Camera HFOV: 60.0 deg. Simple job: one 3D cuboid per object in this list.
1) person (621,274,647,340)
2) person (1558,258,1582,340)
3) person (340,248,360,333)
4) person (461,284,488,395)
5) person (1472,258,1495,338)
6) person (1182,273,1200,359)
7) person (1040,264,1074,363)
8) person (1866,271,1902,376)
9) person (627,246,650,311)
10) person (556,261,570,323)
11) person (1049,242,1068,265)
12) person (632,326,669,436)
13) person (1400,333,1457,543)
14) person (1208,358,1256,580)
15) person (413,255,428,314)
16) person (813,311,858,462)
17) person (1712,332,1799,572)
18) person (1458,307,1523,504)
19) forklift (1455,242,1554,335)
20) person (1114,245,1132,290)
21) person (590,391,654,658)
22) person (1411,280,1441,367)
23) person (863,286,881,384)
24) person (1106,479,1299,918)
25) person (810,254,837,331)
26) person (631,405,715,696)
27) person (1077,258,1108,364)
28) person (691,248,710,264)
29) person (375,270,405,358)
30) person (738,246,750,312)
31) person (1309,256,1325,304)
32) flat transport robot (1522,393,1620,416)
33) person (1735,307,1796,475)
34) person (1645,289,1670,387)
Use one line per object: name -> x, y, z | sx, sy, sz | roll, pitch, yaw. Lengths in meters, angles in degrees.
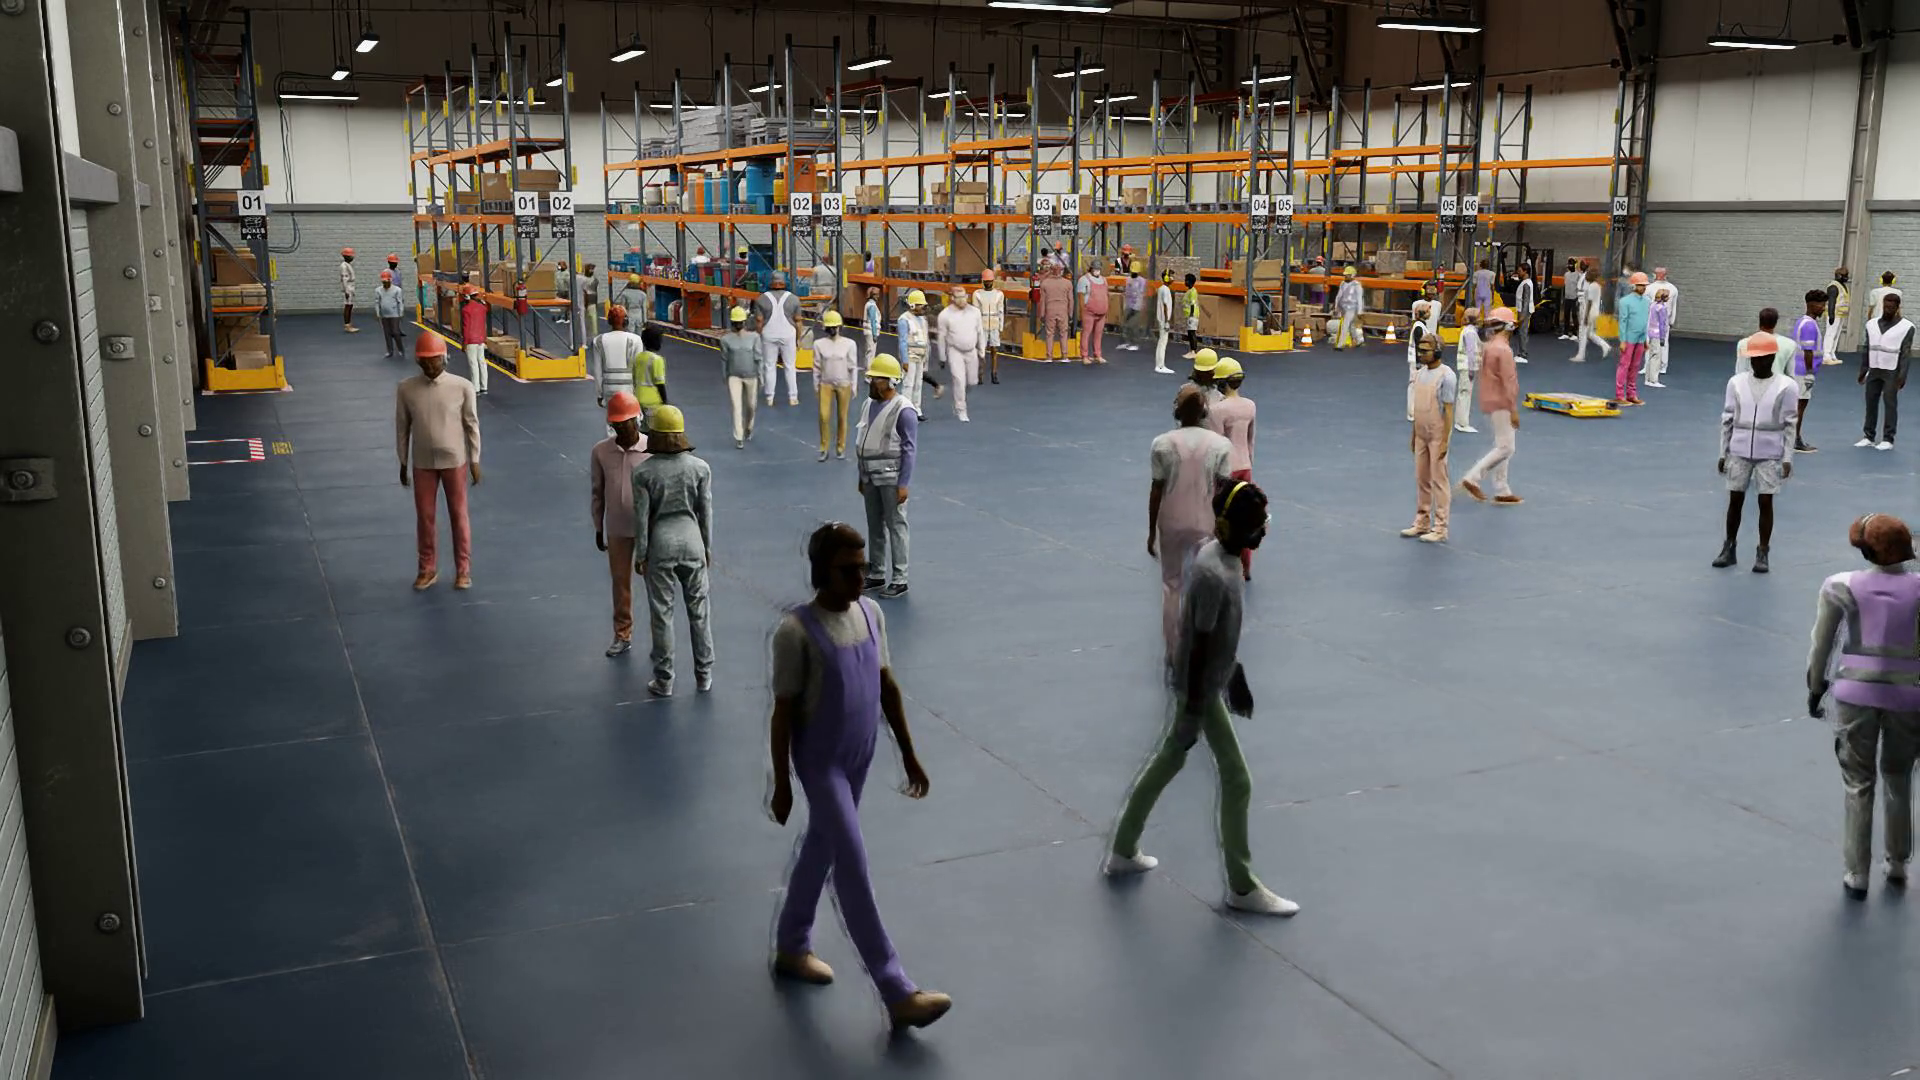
person -> -6.236, -4.233, 31.876 | 0.493, 1.722, 0.755 | -4, 12, -19
person -> 13.928, -5.488, 37.902 | 0.328, 1.861, 0.506 | -6, 13, -28
person -> -14.741, -6.031, 40.203 | 0.403, 2.032, 0.611 | -2, 11, -8
person -> -7.733, -3.174, 26.391 | 0.327, 1.752, 0.563 | 4, 12, 17
person -> 12.091, -5.589, 38.436 | 0.505, 1.846, 0.346 | 5, 12, 24
person -> 4.569, -4.428, 32.933 | 0.322, 1.689, 0.530 | -1, 11, -4
person -> 1.861, -4.345, 31.958 | 0.652, 1.906, 0.402 | 1, 11, 6
person -> 16.283, -3.805, 29.346 | 0.507, 1.861, 0.329 | 6, 13, 28
person -> -9.061, -7.284, 46.806 | 0.649, 1.927, 1.043 | 8, 14, 35
person -> -10.414, -6.509, 43.647 | 0.500, 1.633, 0.284 | 8, 14, 35
person -> 2.986, -8.108, 50.854 | 0.613, 1.991, 0.950 | 2, 11, 12
person -> -3.321, -1.419, 17.644 | 0.397, 1.687, 0.614 | -9, 15, -40
person -> 4.141, -0.900, 14.631 | 0.340, 1.840, 0.503 | -4, 12, -22
person -> 2.081, -0.534, 12.951 | 0.533, 1.765, 0.329 | -10, 15, -41
person -> -15.378, -7.304, 47.371 | 0.336, 1.764, 0.547 | -8, 14, -36
person -> -1.448, -1.770, 19.284 | 0.530, 1.742, 0.711 | 0, 11, -2
person -> 6.393, -0.704, 13.375 | 0.552, 1.934, 0.373 | 9, 14, 38
person -> 5.298, -1.308, 16.411 | 0.607, 1.956, 0.670 | 1, 11, 4
forklift -> 13.047, -6.049, 39.881 | 2.313, 2.155, 1.214 | -5, 12, -23
person -> 4.389, -6.787, 44.044 | 0.605, 2.034, 0.392 | -3, 12, -16
person -> -2.132, -0.099, 10.791 | 0.567, 1.743, 0.352 | 2, 11, 8
person -> 7.068, -2.999, 25.209 | 0.514, 1.872, 0.328 | -4, 12, -20
person -> -1.489, -3.466, 28.173 | 0.311, 1.639, 0.512 | -2, 11, -11
person -> 1.003, 0.628, 6.964 | 0.821, 1.813, 0.557 | 2, 11, 8
person -> -3.325, -6.068, 40.783 | 0.648, 1.881, 0.787 | -6, 13, -28
person -> -1.720, 0.062, 9.974 | 0.483, 1.745, 0.305 | -4, 12, -21
person -> 2.595, -4.388, 31.832 | 0.673, 2.000, 0.535 | -8, 14, -35
person -> -7.877, -7.989, 50.697 | 0.596, 1.824, 1.000 | -3, 11, -13
person -> -11.366, -4.490, 33.123 | 0.581, 1.741, 0.349 | 2, 11, 11
person -> -6.263, -7.586, 48.393 | 0.382, 1.927, 0.594 | -5, 12, -25
person -> 9.475, -6.612, 43.896 | 0.565, 1.744, 0.355 | 8, 14, 36
flat transport robot -> 8.840, -1.979, 24.099 | 0.652, 0.197, 1.431 | -3, 12, -14
person -> 8.586, -1.542, 17.766 | 0.601, 1.890, 0.876 | 3, 12, 16
person -> 11.589, -3.353, 27.620 | 0.313, 1.631, 0.516 | 2, 11, 8
